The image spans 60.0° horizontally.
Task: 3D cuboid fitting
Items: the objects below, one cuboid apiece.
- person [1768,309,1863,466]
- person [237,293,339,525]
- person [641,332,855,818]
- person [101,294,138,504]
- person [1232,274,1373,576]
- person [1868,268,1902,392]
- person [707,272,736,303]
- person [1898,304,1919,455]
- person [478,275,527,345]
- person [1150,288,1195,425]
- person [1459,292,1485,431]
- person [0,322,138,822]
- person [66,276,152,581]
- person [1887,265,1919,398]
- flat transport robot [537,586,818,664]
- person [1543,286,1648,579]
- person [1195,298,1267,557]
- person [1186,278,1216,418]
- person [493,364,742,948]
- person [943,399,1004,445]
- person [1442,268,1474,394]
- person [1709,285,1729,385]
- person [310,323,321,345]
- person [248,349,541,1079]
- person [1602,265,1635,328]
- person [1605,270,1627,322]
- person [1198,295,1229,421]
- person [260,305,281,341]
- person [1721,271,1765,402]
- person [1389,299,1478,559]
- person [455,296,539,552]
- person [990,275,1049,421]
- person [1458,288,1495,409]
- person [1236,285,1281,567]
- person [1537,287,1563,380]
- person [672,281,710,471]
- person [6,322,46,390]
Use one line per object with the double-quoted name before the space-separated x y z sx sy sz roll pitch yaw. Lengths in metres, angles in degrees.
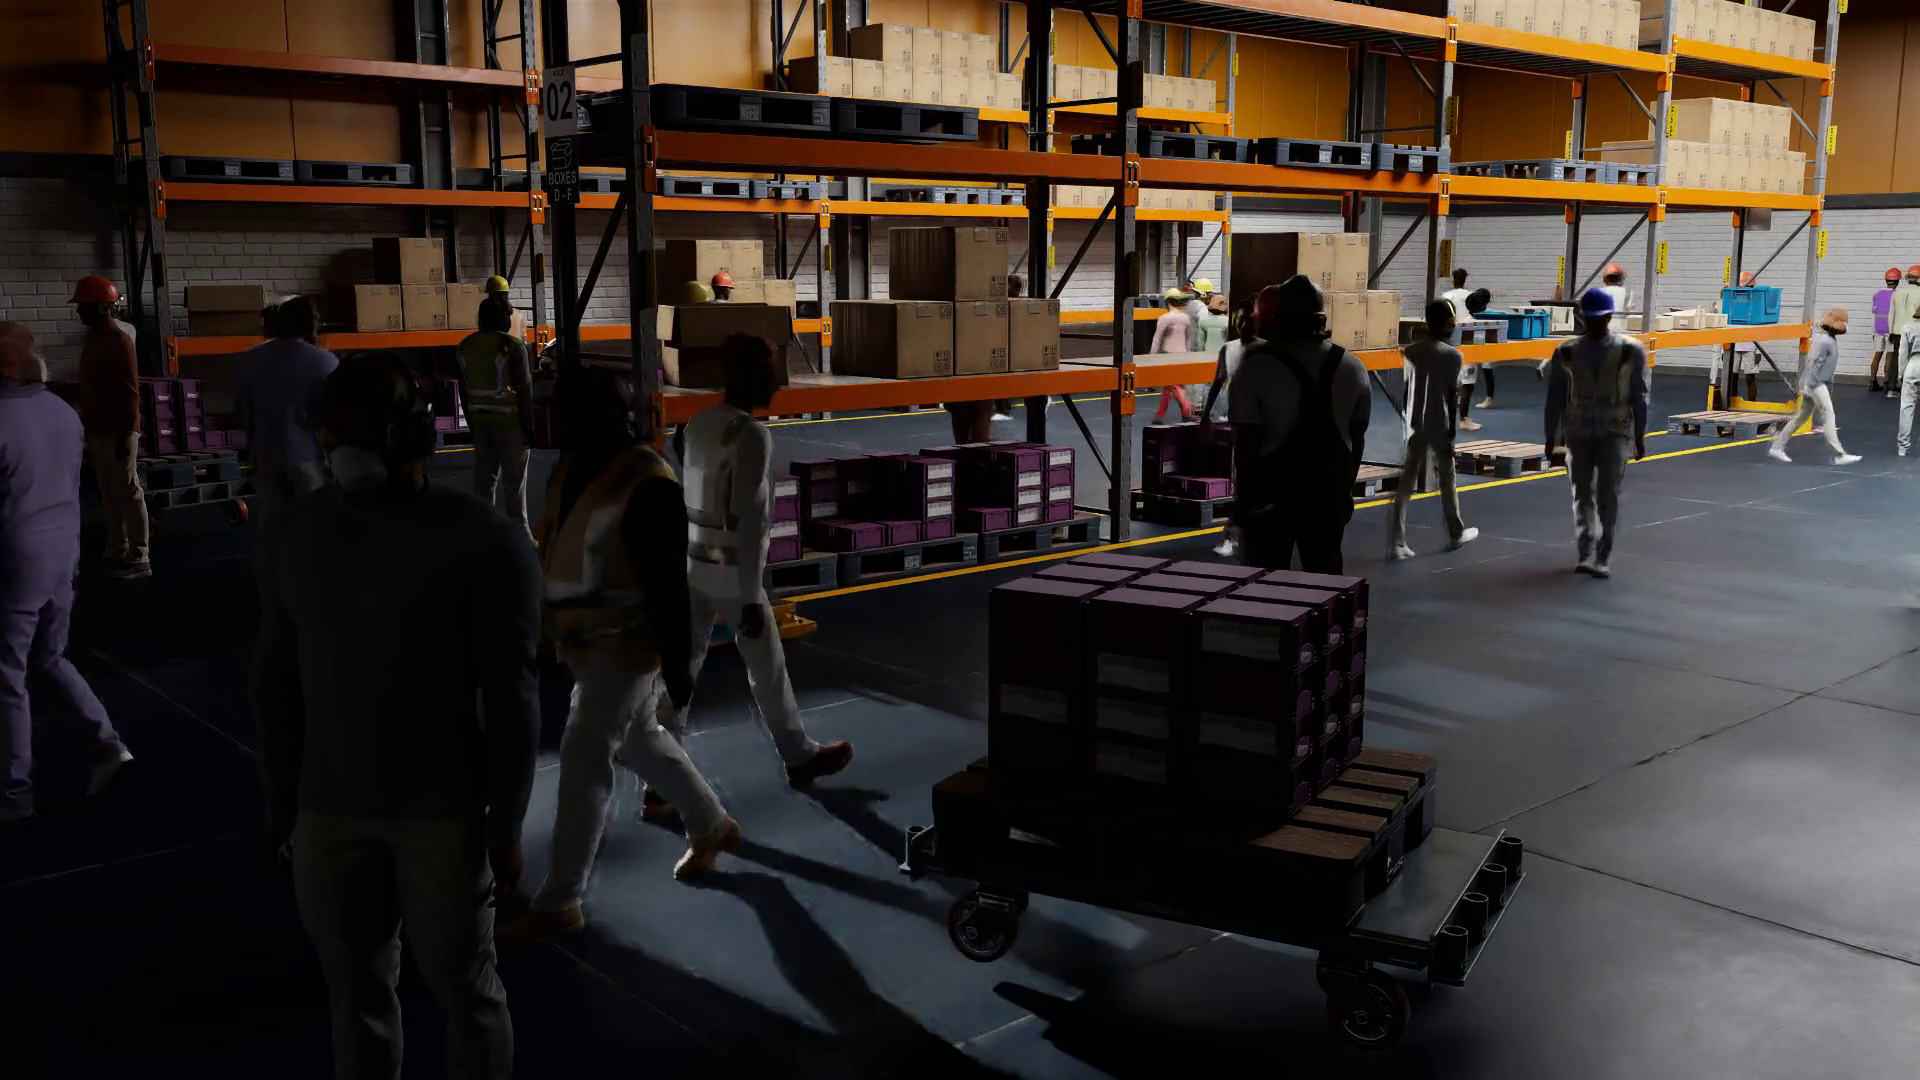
"person" 8.757 -1.557 16.986 0.879 1.587 0.539 6 11 31
"person" -3.787 -0.440 9.513 0.630 1.918 0.542 2 10 9
"person" -0.855 0.119 6.421 0.977 1.826 0.724 -8 12 -38
"person" -7.241 -1.236 14.291 0.313 1.865 0.528 1 10 7
"person" 1.613 -0.272 8.129 0.681 2.000 0.538 -2 10 -14
"person" 14.525 -3.274 26.005 0.356 1.936 0.551 -3 10 -19
"person" -2.797 -2.172 19.564 0.551 1.932 0.376 6 11 31
"person" 10.228 -1.751 17.662 0.312 1.744 0.487 -9 13 -41
"person" -4.633 -1.701 16.830 0.368 1.928 0.585 6 11 32
"person" 2.689 -2.262 20.728 0.626 1.722 0.726 -7 12 -35
"person" 6.239 -2.176 20.306 0.335 1.687 0.535 3 10 17
"person" -3.499 0.128 6.242 0.565 1.891 0.692 1 10 7
"person" -5.607 -0.733 10.965 0.612 1.995 0.377 8 13 41
"person" 14.236 -3.116 24.924 0.402 1.990 0.622 -6 11 -30
"flat transport robot" -1.548 0.457 9.036 1.431 0.197 0.652 -8 12 -39
"person" 4.175 -0.702 10.984 0.641 1.920 0.653 6 11 29
"person" 1.967 -0.798 11.821 0.701 1.823 0.810 9 13 42
"person" 3.184 -2.529 21.961 0.404 1.828 0.603 -2 10 -11
"person" -1.088 0.325 5.368 0.961 1.804 0.622 -8 12 -38
"person" 0.120 -1.321 14.719 0.665 1.889 0.473 8 12 38
"person" 7.610 -3.178 25.405 0.625 1.947 0.597 -1 10 -7
"person" 12.600 -3.367 27.423 0.515 1.641 0.314 6 11 32
"person" -4.215 -0.607 10.771 0.518 1.810 0.629 -2 10 -13
"person" -1.180 0.572 3.491 0.632 1.940 0.372 1 10 8
"person" 9.603 -3.062 24.619 0.628 1.983 1.054 1 10 6
"person" 10.231 -3.262 26.029 0.407 1.910 0.639 -4 10 -22
"person" 3.292 -2.320 21.315 0.508 1.632 0.269 6 11 32
"person" -4.105 -0.538 10.306 0.427 1.831 0.603 -8 13 -41
"person" 9.952 -2.442 21.171 0.382 1.932 0.541 -9 13 -41
"person" 3.345 -0.784 11.782 0.973 1.820 0.537 -9 13 -42
"person" -3.278 -0.815 11.897 0.627 1.844 0.429 4 11 23
"person" 0.777 -2.496 21.609 0.855 1.892 0.601 -4 10 -22
"person" 7.140 -2.646 23.079 0.708 1.666 0.557 -3 10 -16
"person" 1.964 -0.536 9.971 0.885 1.975 0.624 -8 13 -39
"person" 9.951 -3.417 27.757 0.436 1.631 0.515 -4 11 -24
"person" -2.141 -1.147 13.594 0.408 1.920 0.612 -6 11 -32
"person" -7.723 -0.981 13.591 0.549 1.580 0.838 2 10 9
